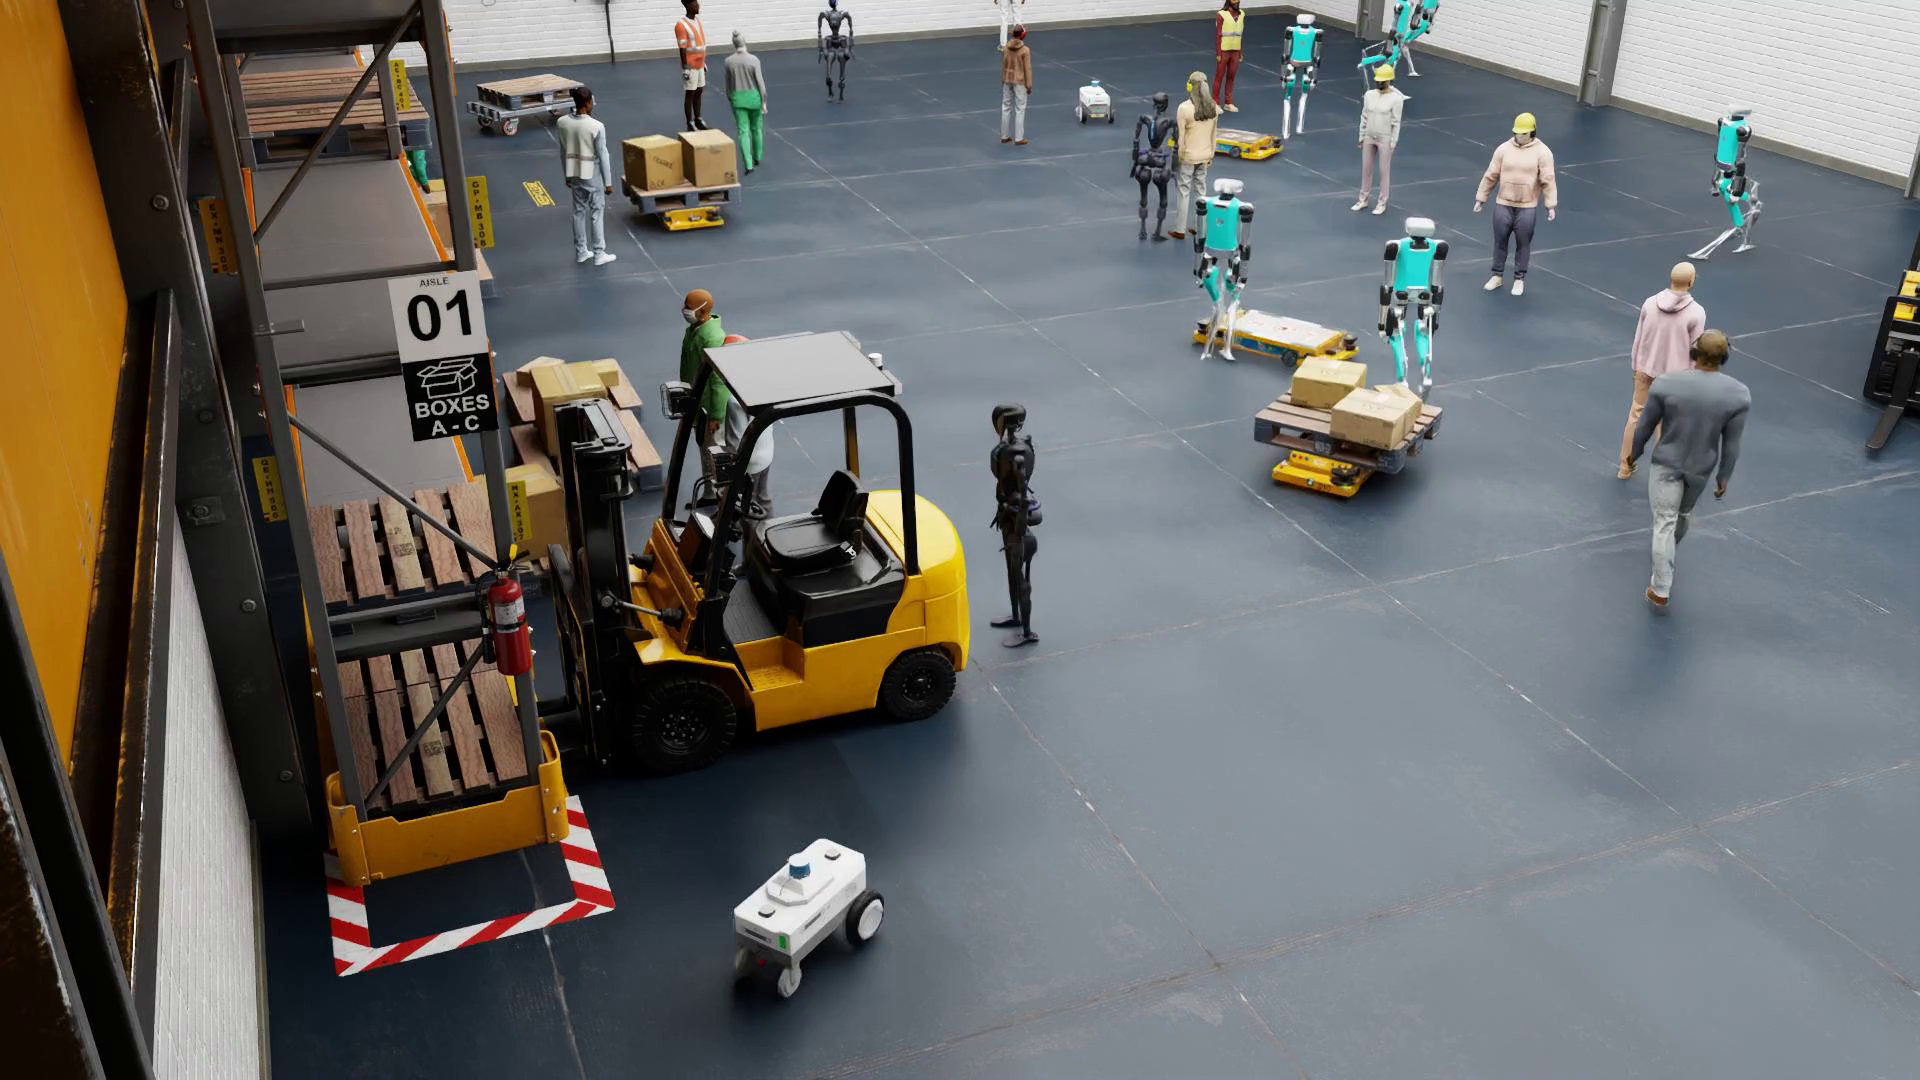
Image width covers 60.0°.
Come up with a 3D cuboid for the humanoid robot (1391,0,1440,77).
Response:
[{"bbox_3d":[7.382,-8.446,27.160,0.590,1.779,0.870,-20,33,-34],"label":"humanoid robot"}]

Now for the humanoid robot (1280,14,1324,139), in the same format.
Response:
[{"bbox_3d":[4.772,-6.512,23.296,0.554,1.742,0.851,6,27,13],"label":"humanoid robot"}]

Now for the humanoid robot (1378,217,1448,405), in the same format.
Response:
[{"bbox_3d":[3.772,-1.702,13.791,0.531,1.827,0.754,-2,27,-4],"label":"humanoid robot"}]

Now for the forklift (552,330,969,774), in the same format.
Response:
[{"bbox_3d":[-1.094,0.010,9.831,2.313,2.155,1.214,-10,28,-20],"label":"forklift"}]

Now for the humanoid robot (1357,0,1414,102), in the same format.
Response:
[{"bbox_3d":[6.430,-7.443,25.160,1.015,1.733,0.549,17,31,30],"label":"humanoid robot"}]

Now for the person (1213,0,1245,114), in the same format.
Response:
[{"bbox_3d":[3.997,-7.272,24.783,0.466,1.768,0.377,-13,29,-23],"label":"person"}]

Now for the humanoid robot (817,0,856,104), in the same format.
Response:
[{"bbox_3d":[-1.872,-7.471,25.287,0.585,1.645,0.359,0,27,0],"label":"humanoid robot"}]

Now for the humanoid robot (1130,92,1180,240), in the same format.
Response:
[{"bbox_3d":[2.193,-4.229,18.836,0.600,1.653,0.325,14,30,25],"label":"humanoid robot"}]

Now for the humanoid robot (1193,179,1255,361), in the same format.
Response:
[{"bbox_3d":[2.459,-2.476,15.314,0.551,1.811,0.729,13,29,24],"label":"humanoid robot"}]

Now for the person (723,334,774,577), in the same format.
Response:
[{"bbox_3d":[-1.477,-0.586,11.515,0.352,1.737,0.576,7,28,14],"label":"person"}]

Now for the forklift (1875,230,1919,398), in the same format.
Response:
[{"bbox_3d":[9.029,-2.397,14.618,1.214,2.155,2.313,18,32,32],"label":"forklift"}]

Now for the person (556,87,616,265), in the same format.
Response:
[{"bbox_3d":[-4.035,-3.920,17.965,0.598,1.909,0.400,10,28,20],"label":"person"}]

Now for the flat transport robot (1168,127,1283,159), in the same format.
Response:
[{"bbox_3d":[3.650,-5.469,22.865,1.431,0.231,0.659,18,32,32],"label":"flat transport robot"}]

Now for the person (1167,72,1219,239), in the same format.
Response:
[{"bbox_3d":[2.661,-4.347,18.866,0.566,1.867,0.410,-13,30,-25],"label":"person"}]

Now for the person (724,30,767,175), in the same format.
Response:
[{"bbox_3d":[-2.784,-5.742,21.698,0.529,1.797,0.857,-2,27,-3],"label":"person"}]

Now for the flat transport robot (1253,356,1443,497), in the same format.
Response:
[{"bbox_3d":[3.117,-0.740,13.460,0.659,0.231,1.431,17,31,30],"label":"flat transport robot"}]

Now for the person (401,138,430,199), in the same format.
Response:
[{"bbox_3d":[-5.962,-3.946,18.089,0.395,1.842,0.505,-19,32,-33],"label":"person"}]

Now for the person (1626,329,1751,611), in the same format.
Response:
[{"bbox_3d":[4.877,-0.531,11.245,0.647,1.885,1.012,5,27,11],"label":"person"}]

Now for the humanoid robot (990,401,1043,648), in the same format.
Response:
[{"bbox_3d":[0.349,-0.114,10.633,0.307,1.655,0.609,-6,27,-11],"label":"humanoid robot"}]

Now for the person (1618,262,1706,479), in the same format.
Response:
[{"bbox_3d":[5.417,-1.267,12.821,0.523,1.784,0.401,21,34,36],"label":"person"}]

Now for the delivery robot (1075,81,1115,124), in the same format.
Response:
[{"bbox_3d":[1.975,-6.440,24.479,0.521,0.595,0.767,-3,27,-5],"label":"delivery robot"}]

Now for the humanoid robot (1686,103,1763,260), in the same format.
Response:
[{"bbox_3d":[8.530,-3.856,18.075,1.020,1.764,0.536,-3,27,-6],"label":"humanoid robot"}]

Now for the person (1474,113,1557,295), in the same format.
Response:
[{"bbox_3d":[5.739,-3.478,17.139,0.825,1.852,0.435,15,30,27],"label":"person"}]

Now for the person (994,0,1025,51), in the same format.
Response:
[{"bbox_3d":[0.879,-9.563,29.216,0.576,1.881,0.354,-5,27,-9],"label":"person"}]

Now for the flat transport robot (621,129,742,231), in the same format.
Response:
[{"bbox_3d":[-3.339,-3.995,19.934,0.659,0.231,1.431,-11,29,-21],"label":"flat transport robot"}]

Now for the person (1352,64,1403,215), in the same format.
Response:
[{"bbox_3d":[4.984,-4.772,19.822,0.524,1.760,0.332,23,35,38],"label":"person"}]

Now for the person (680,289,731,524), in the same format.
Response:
[{"bbox_3d":[-1.865,-0.994,12.281,0.383,1.784,0.538,-14,30,-26],"label":"person"}]

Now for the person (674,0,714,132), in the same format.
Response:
[{"bbox_3d":[-3.751,-6.713,23.453,0.367,1.966,0.606,9,28,17],"label":"person"}]

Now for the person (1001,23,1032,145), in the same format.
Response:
[{"bbox_3d":[0.772,-6.280,22.948,0.474,1.641,0.337,15,31,28],"label":"person"}]

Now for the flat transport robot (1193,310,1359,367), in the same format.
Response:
[{"bbox_3d":[2.997,-1.914,15.795,1.431,0.231,0.659,20,33,34],"label":"flat transport robot"}]

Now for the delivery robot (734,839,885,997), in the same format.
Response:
[{"bbox_3d":[-0.770,1.792,8.093,0.499,0.583,0.765,16,31,29],"label":"delivery robot"}]
